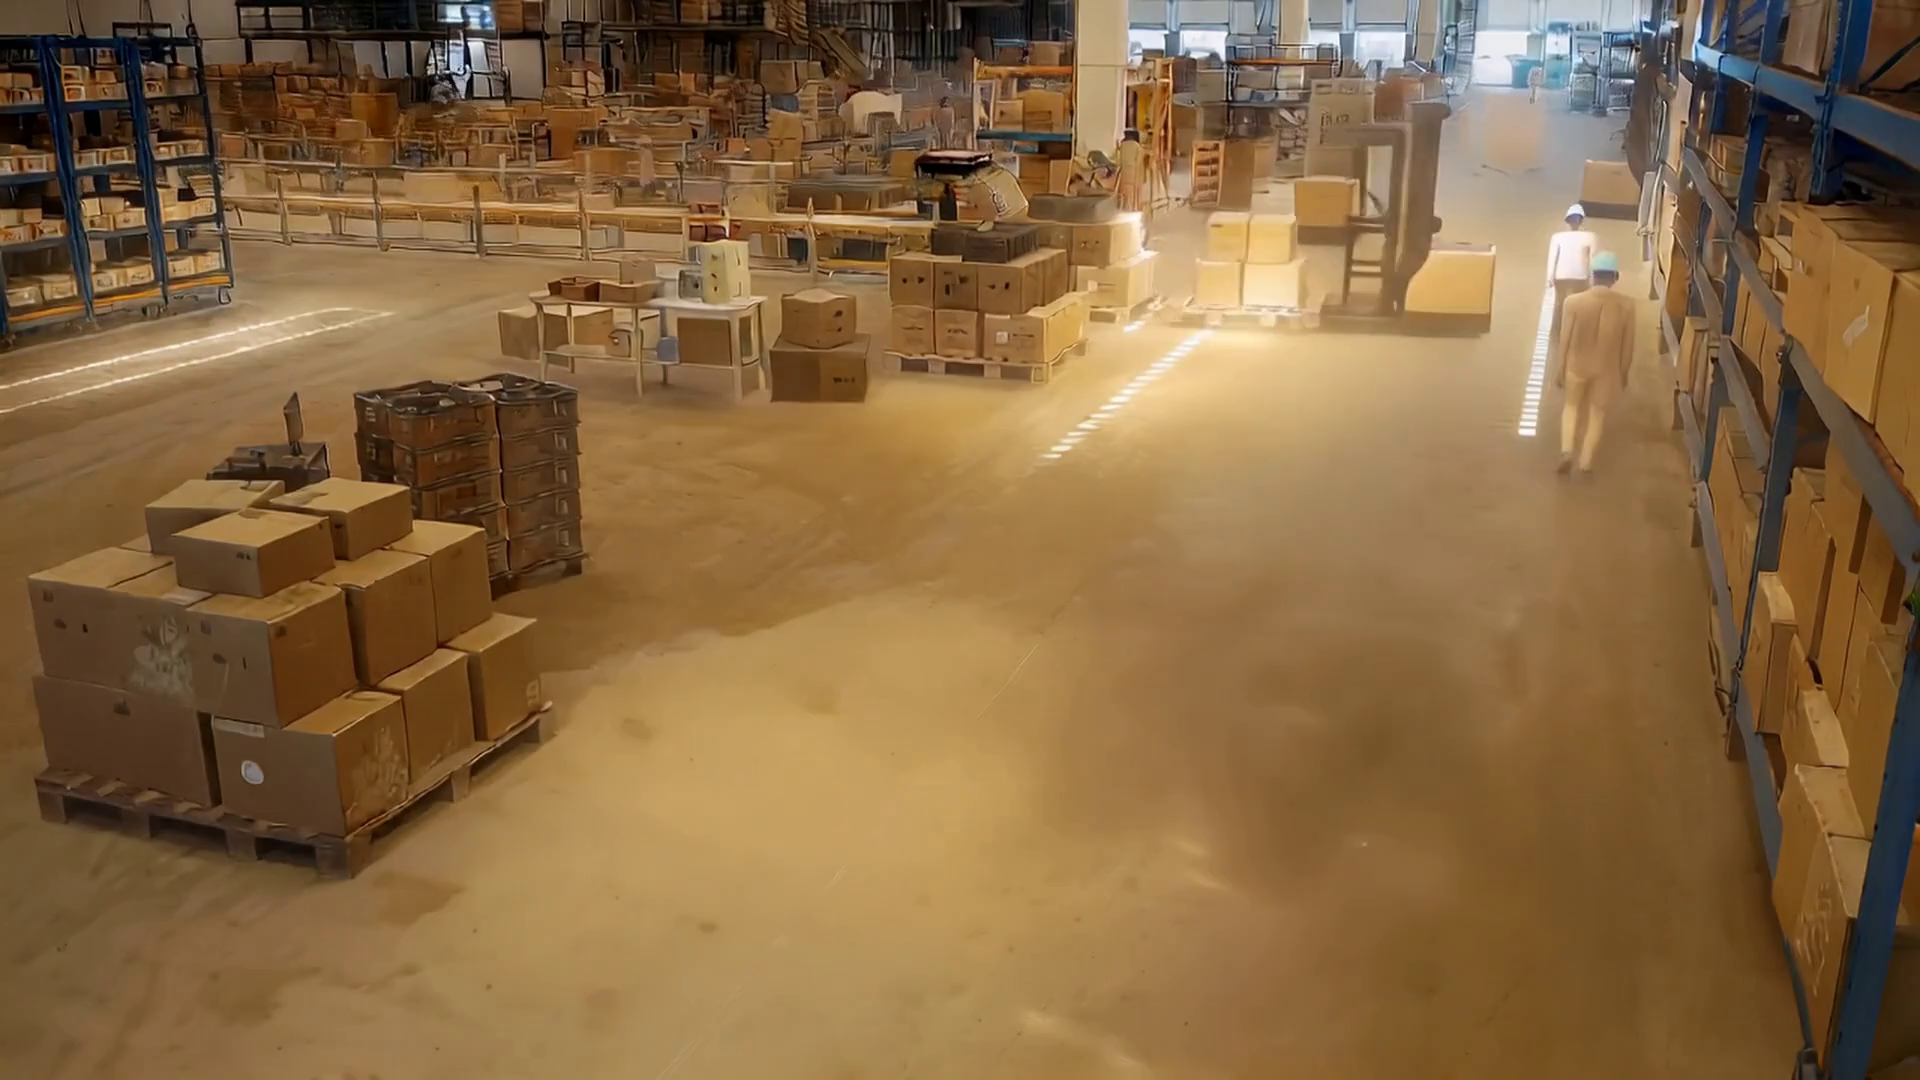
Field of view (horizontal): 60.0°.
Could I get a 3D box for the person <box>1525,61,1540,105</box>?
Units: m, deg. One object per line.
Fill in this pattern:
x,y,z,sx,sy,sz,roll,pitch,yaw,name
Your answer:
24.627,-19.668,71.584,0.600,1.873,0.424,-1,18,-3,person

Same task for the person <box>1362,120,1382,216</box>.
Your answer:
7.904,-7.294,32.670,0.886,1.909,0.555,-5,18,-15,person

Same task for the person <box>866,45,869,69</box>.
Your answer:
-5.566,-29.171,101.348,0.504,1.931,0.630,6,19,17,person

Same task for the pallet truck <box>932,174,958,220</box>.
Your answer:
-0.507,-5.292,27.348,0.653,1.274,1.630,6,19,19,pallet truck

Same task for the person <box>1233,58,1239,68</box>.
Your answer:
12.798,-21.591,77.646,0.514,1.865,0.327,12,21,32,person

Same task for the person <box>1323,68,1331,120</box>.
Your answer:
13.719,-16.681,62.211,0.313,1.869,0.528,-7,19,-22,person

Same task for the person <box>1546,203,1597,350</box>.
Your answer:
7.227,-3.096,19.702,0.551,1.751,0.427,6,19,18,person

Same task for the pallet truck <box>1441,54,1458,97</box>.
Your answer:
22.765,-21.886,78.355,0.823,1.965,1.885,-4,18,-14,pallet truck

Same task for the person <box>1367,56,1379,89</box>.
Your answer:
20.183,-22.764,81.437,0.880,1.799,0.638,10,20,29,person

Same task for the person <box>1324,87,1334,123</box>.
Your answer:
11.847,-13.812,53.644,0.844,1.599,0.508,16,23,40,person

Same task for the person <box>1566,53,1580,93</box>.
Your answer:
30.548,-23.226,82.719,0.589,1.911,0.642,-9,20,-26,person

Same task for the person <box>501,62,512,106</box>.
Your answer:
-19.433,-19.526,71.191,0.328,1.842,0.514,10,20,28,person

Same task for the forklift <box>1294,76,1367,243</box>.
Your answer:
6.598,-6.755,29.381,1.129,2.768,1.873,6,19,19,forklift

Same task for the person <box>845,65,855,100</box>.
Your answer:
-4.526,-18.034,66.476,0.772,1.877,0.602,7,19,20,person

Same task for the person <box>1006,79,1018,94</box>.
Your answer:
2.009,-17.727,65.418,0.983,1.923,0.620,10,20,28,person

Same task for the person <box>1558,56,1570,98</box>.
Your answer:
28.193,-21.594,77.575,0.652,1.904,0.606,-13,22,-34,person

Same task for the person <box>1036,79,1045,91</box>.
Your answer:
2.919,-15.705,59.078,0.671,1.921,0.549,3,18,10,person

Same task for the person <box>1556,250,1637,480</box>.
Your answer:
5.463,-1.500,14.335,0.621,1.972,0.449,7,19,21,person

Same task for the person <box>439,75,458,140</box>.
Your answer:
-15.779,-13.349,51.494,0.467,2.018,0.605,14,23,38,person

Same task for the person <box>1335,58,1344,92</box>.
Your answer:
17.210,-21.032,75.820,0.883,1.917,0.629,10,20,28,person

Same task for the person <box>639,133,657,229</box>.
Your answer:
-5.756,-6.650,30.862,0.364,1.754,0.544,3,18,9,person

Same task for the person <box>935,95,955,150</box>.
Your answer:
-0.433,-10.805,43.885,0.613,1.780,0.931,8,19,23,person

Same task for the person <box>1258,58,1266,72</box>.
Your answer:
16.725,-26.158,91.827,0.698,1.975,0.622,-8,19,-24,person

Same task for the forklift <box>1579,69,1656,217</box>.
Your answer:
13.219,-7.740,32.475,1.873,2.768,1.129,6,19,18,forklift

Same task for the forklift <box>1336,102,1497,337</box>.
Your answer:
5.780,-4.046,20.867,1.873,2.768,1.129,4,18,12,forklift

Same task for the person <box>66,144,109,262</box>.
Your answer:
-13.813,-5.318,26.398,0.458,1.933,0.634,16,23,40,person
